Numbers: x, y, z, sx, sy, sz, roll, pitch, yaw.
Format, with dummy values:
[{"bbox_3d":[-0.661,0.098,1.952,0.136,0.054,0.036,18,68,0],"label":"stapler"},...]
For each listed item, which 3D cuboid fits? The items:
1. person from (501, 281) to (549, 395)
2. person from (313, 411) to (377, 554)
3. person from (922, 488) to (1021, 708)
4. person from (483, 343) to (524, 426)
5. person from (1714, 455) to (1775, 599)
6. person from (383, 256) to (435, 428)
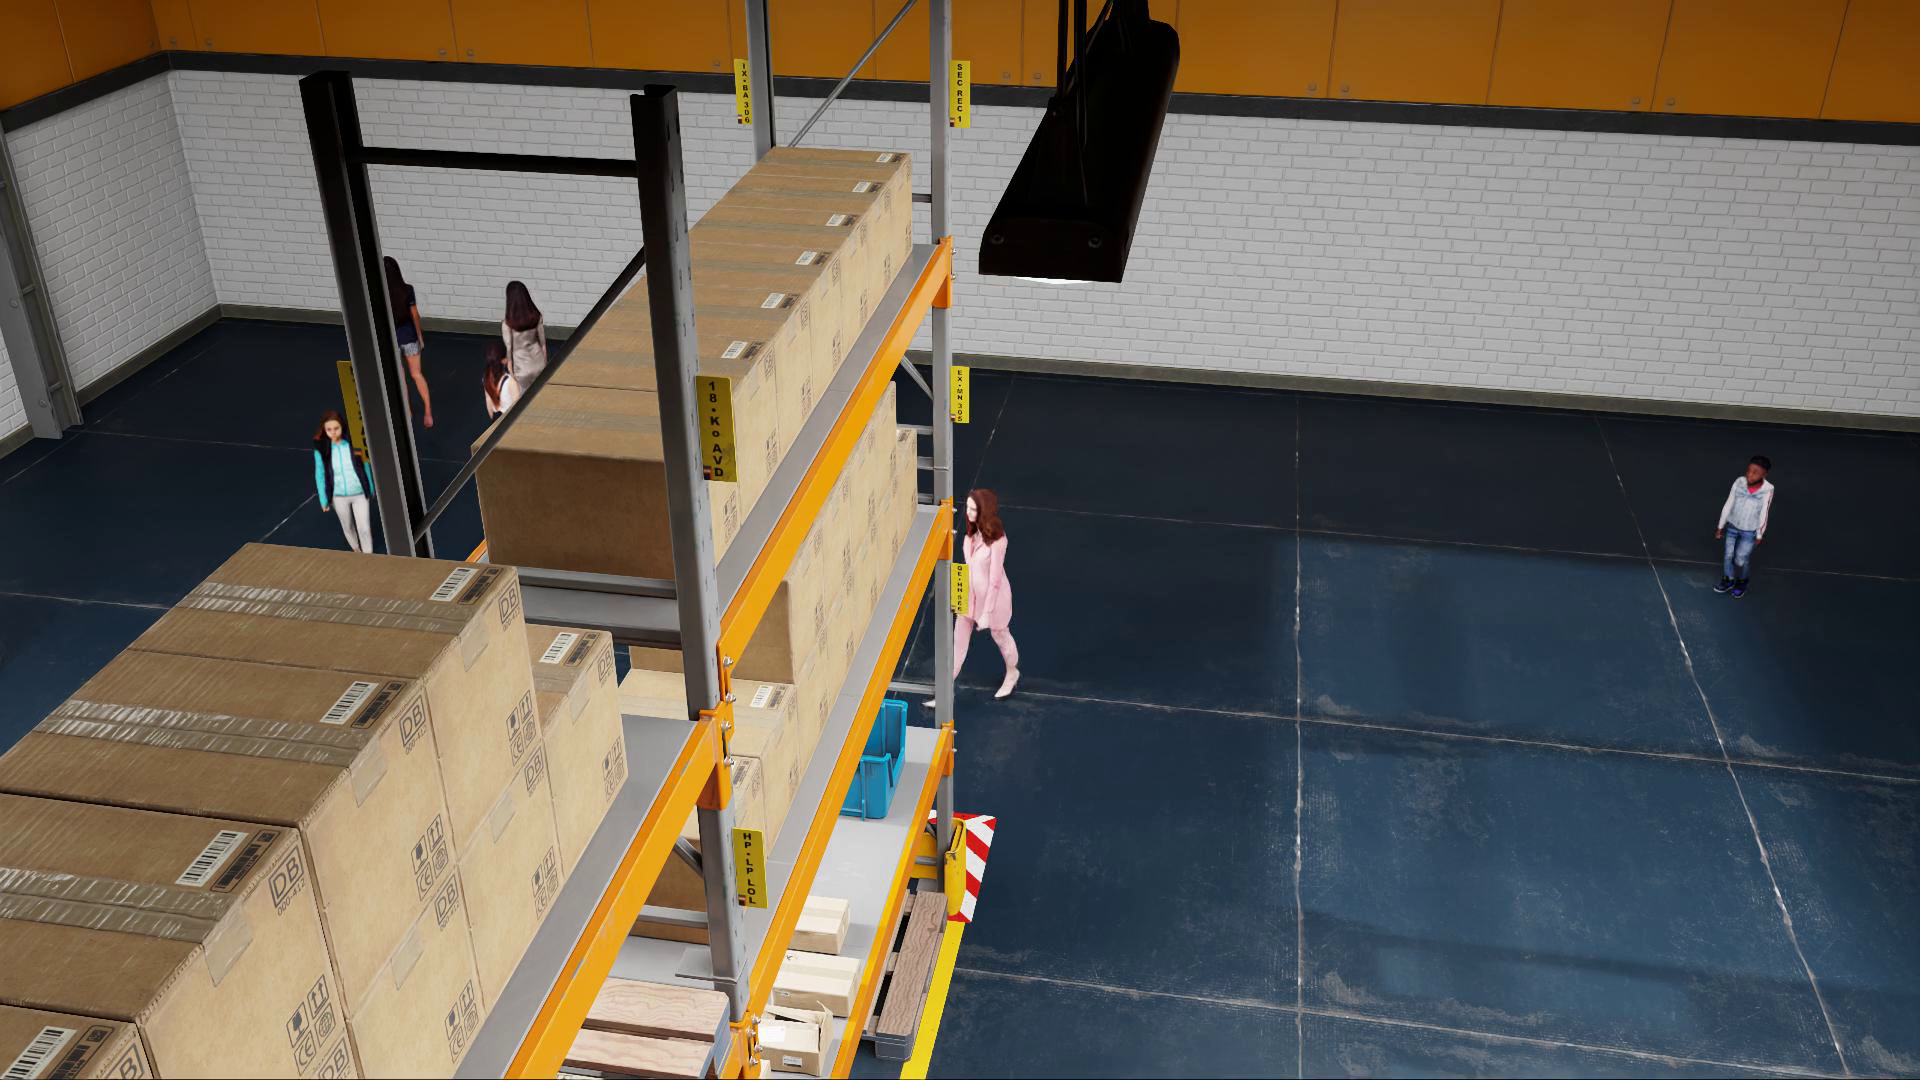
[{"bbox_3d":[-4.060,-1.598,15.789,0.812,1.736,0.867,-21,35,-33],"label":"person"},{"bbox_3d":[-5.129,-0.434,13.925,0.816,1.478,0.924,-11,30,-19],"label":"person"},{"bbox_3d":[0.276,0.416,12.068,1.138,1.763,1.041,-21,35,-34],"label":"person"},{"bbox_3d":[-4.000,-0.972,14.732,0.595,1.649,0.573,12,31,20],"label":"person"},{"bbox_3d":[6.459,-0.139,13.622,0.645,1.251,0.588,-20,34,-32],"label":"person"},{"bbox_3d":[-5.472,-1.914,16.358,0.941,1.747,1.025,-17,33,-28],"label":"person"}]
